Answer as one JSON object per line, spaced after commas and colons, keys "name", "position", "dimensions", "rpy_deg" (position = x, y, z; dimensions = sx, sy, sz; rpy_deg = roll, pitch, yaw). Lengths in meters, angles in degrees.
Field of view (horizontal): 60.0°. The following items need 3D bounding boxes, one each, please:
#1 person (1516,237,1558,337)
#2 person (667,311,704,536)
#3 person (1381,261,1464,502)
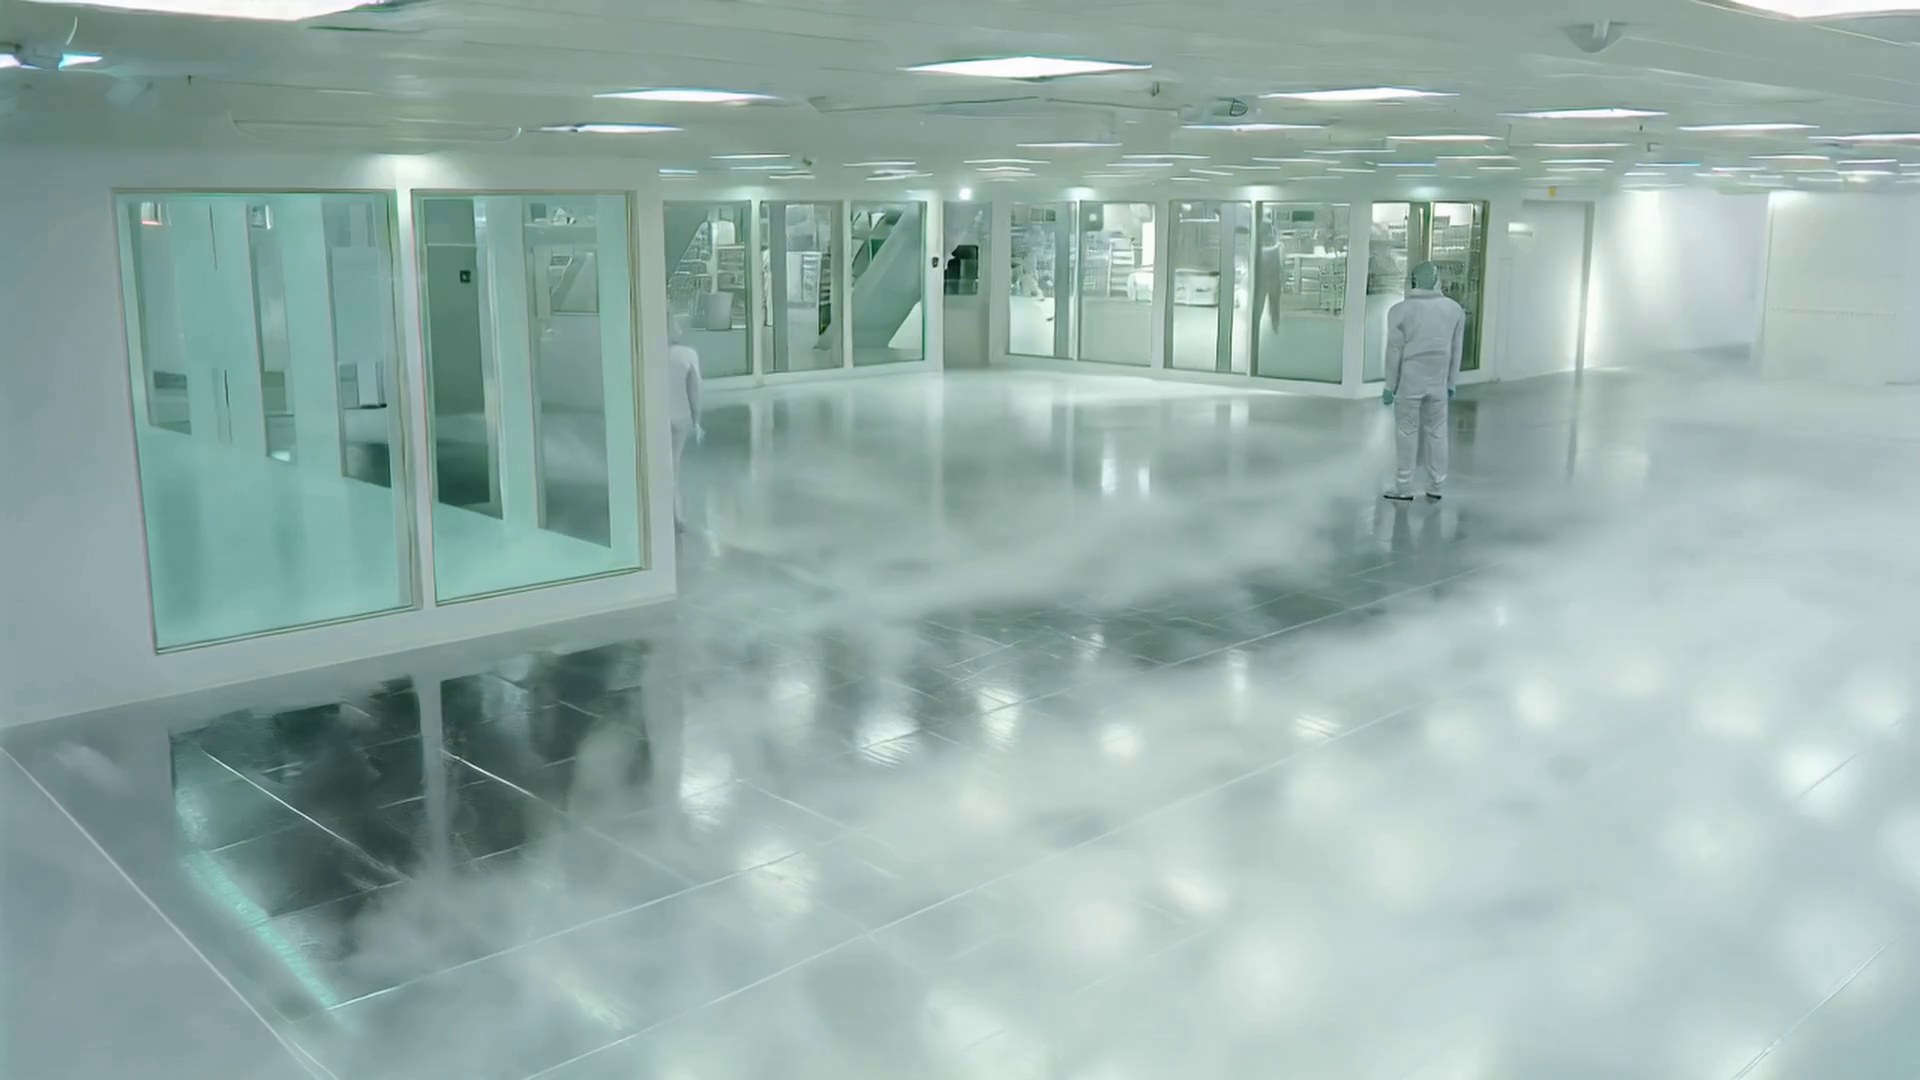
{"name": "person", "position": [10.069, -4.254, 28.379], "dimensions": [0.994, 1.874, 0.596], "rpy_deg": [6, 13, 29]}
{"name": "person", "position": [-2.153, -0.859, 12.038], "dimensions": [0.523, 1.585, 0.825], "rpy_deg": [-6, 13, -28]}
{"name": "person", "position": [3.648, -1.250, 13.230], "dimensions": [0.642, 1.909, 0.399], "rpy_deg": [-2, 11, -10]}
